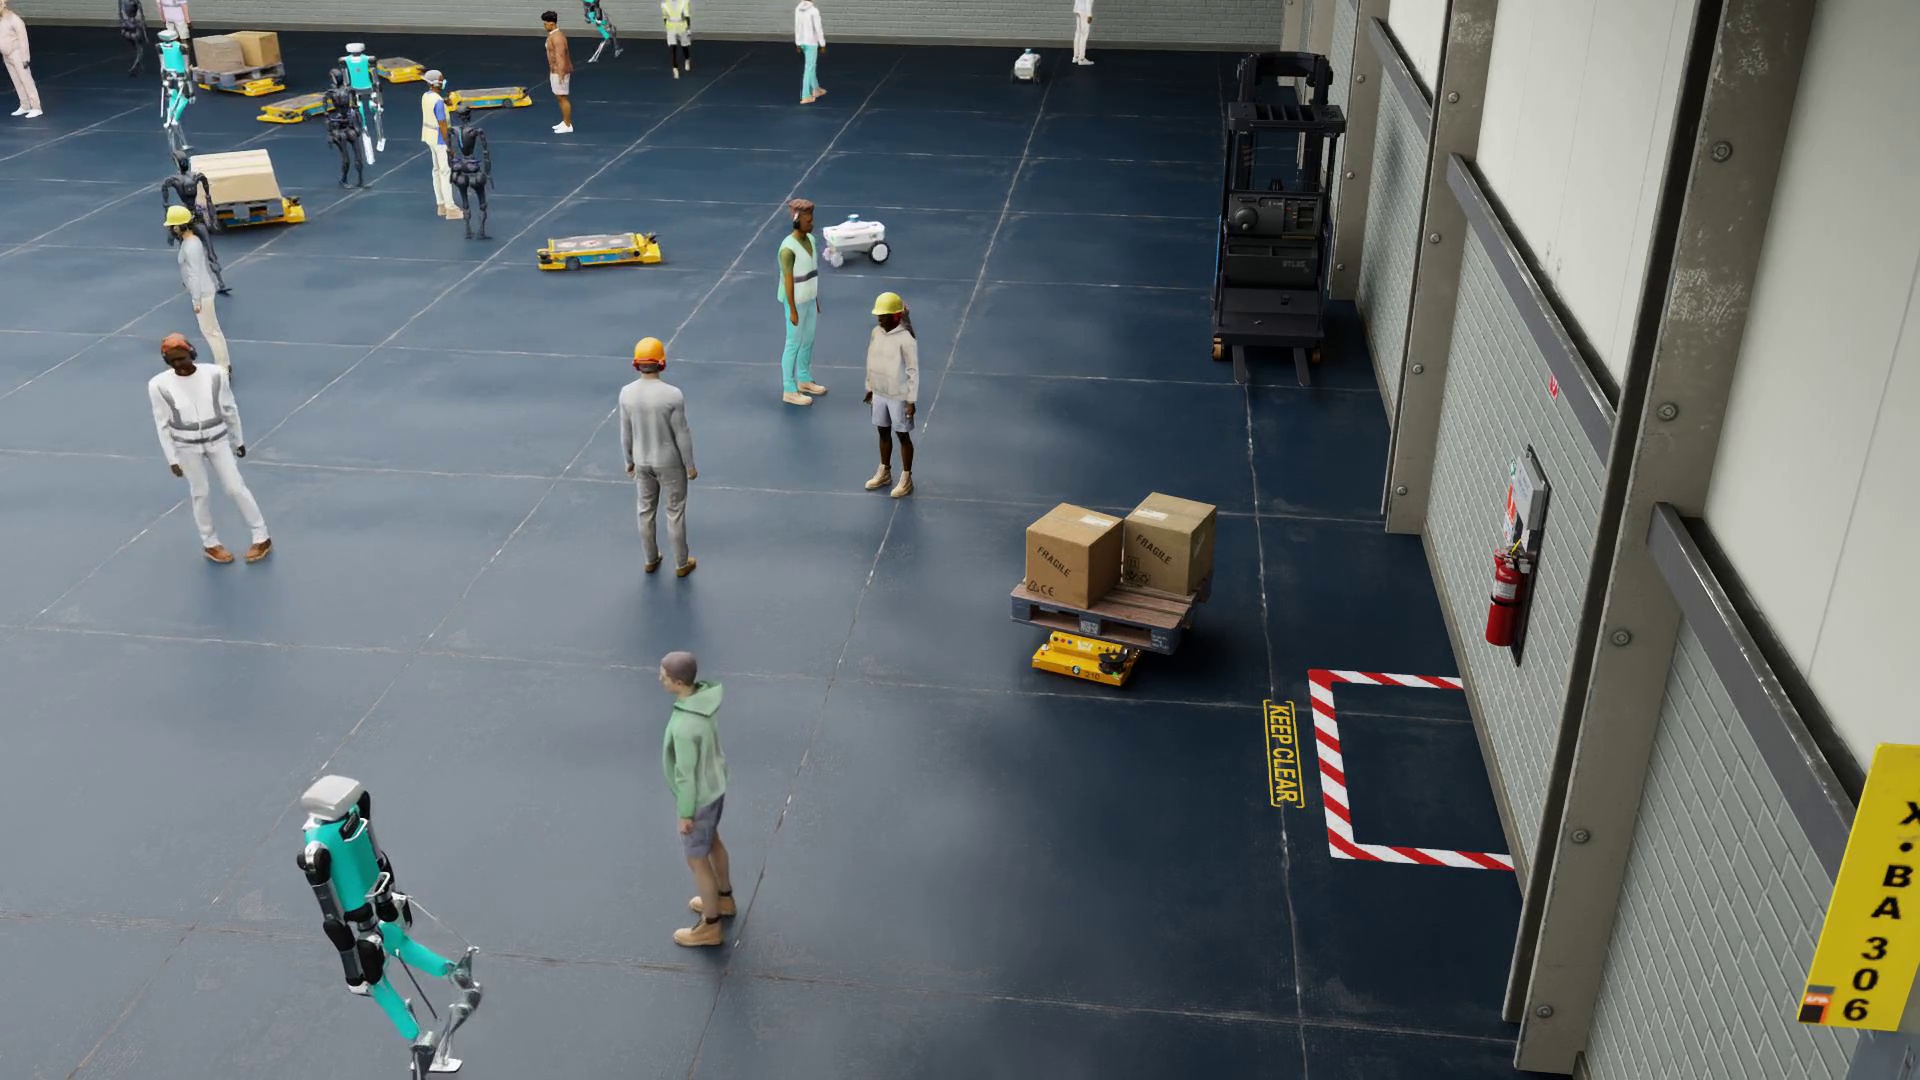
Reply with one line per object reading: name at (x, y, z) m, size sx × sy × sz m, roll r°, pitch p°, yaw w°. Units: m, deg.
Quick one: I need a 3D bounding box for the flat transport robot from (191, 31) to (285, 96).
flat transport robot at (-12.556, -7.978, 29.066) m, size 1.431 × 0.231 × 0.659 m, roll 15°, pitch 30°, yaw 27°

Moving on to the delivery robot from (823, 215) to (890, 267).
delivery robot at (-1.260, -3.627, 20.033) m, size 0.756 × 0.571 × 0.499 m, roll -11°, pitch 29°, yaw -21°

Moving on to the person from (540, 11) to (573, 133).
person at (-6.262, -7.326, 26.010) m, size 0.418 × 1.842 × 0.797 m, roll -11°, pitch 29°, yaw -20°

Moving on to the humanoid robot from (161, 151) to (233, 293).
humanoid robot at (-8.655, -3.580, 18.756) m, size 0.771 × 1.621 × 0.611 m, roll 21°, pitch 34°, yaw 36°

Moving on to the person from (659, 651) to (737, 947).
person at (-1.384, 1.352, 8.806) m, size 0.328 × 1.735 × 0.505 m, roll 2°, pitch 27°, yaw 4°

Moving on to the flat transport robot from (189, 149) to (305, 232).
flat transport robot at (-9.284, -4.216, 21.554) m, size 1.431 × 0.231 × 0.659 m, roll -12°, pitch 29°, yaw -22°

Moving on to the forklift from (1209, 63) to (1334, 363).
forklift at (3.241, -3.477, 17.183) m, size 1.129 × 2.768 × 1.873 m, roll 3°, pitch 27°, yaw 6°

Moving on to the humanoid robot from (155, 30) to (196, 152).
humanoid robot at (-11.714, -6.564, 24.726) m, size 0.537 × 1.895 × 0.707 m, roll 7°, pitch 27°, yaw 14°

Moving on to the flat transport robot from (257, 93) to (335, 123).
flat transport robot at (-10.781, -7.080, 27.272) m, size 0.659 × 0.231 × 1.431 m, roll 9°, pitch 28°, yaw 17°

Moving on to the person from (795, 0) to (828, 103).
person at (-2.449, -8.375, 28.048) m, size 0.508 × 1.892 × 0.815 m, roll 22°, pitch 34°, yaw 37°

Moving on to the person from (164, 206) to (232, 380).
person at (-7.463, -2.407, 16.283) m, size 0.335 × 1.756 × 0.516 m, roll -11°, pitch 28°, yaw -20°

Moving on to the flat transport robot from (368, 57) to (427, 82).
flat transport robot at (-10.211, -8.532, 30.172) m, size 0.659 × 0.231 × 1.431 m, roll -18°, pitch 32°, yaw -32°

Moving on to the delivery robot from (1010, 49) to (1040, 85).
delivery robot at (1.207, -8.437, 29.673) m, size 0.499 × 0.605 × 0.799 m, roll 6°, pitch 27°, yaw 12°

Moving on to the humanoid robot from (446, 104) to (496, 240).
humanoid robot at (-6.122, -4.577, 20.703) m, size 0.601 × 1.656 × 0.334 m, roll 5°, pitch 27°, yaw 9°

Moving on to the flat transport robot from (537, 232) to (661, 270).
flat transport robot at (-4.370, -3.489, 20.103) m, size 1.431 × 0.231 × 0.659 m, roll -6°, pitch 27°, yaw -13°

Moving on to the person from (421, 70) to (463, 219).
person at (-6.735, -5.118, 21.547) m, size 0.407 × 1.893 × 0.531 m, roll -18°, pitch 32°, yaw -32°

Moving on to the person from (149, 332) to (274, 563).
person at (-5.773, -0.705, 12.764) m, size 0.627 × 1.866 × 0.433 m, roll -13°, pitch 29°, yaw -24°

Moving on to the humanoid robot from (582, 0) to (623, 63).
humanoid robot at (-6.680, -9.902, 31.308) m, size 0.996 × 1.774 × 0.530 m, roll -21°, pitch 34°, yaw -36°

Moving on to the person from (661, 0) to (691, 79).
person at (-5.084, -9.205, 29.940) m, size 0.521 × 1.672 × 0.718 m, roll -3°, pitch 27°, yaw -5°

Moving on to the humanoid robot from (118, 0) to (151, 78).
humanoid robot at (-14.934, -9.184, 29.921) m, size 0.608 × 1.639 × 0.610 m, roll 9°, pitch 28°, yaw 18°

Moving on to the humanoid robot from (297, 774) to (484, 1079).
humanoid robot at (-2.547, 1.936, 7.746) m, size 0.746 × 1.888 × 0.538 m, roll 3°, pitch 27°, yaw 5°

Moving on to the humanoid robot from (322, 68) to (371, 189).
humanoid robot at (-8.468, -5.658, 22.874) m, size 0.386 × 1.646 × 0.612 m, roll 19°, pitch 32°, yaw 32°

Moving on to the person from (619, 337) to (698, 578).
person at (-2.274, -0.614, 12.563) m, size 0.569 × 1.889 × 0.388 m, roll 6°, pitch 27°, yaw 12°

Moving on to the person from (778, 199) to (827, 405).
person at (-1.523, -2.267, 15.776) m, size 0.387 × 1.971 × 0.479 m, roll 12°, pitch 29°, yaw 23°

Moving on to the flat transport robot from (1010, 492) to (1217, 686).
flat transport robot at (1.082, 0.580, 11.981) m, size 0.659 × 0.231 × 1.431 m, roll 11°, pitch 29°, yaw 21°

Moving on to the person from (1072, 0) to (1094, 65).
person at (2.292, -9.805, 30.936) m, size 0.399 × 1.869 × 0.506 m, roll -8°, pitch 28°, yaw -16°

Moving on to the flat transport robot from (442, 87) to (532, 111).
flat transport robot at (-7.952, -7.393, 27.897) m, size 1.431 × 0.231 × 0.659 m, roll -8°, pitch 28°, yaw -16°

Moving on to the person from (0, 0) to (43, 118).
person at (-15.313, -7.815, 26.913) m, size 0.651 × 1.905 × 0.405 m, roll 16°, pitch 31°, yaw 28°

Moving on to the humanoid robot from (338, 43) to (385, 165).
humanoid robot at (-8.716, -6.460, 24.488) m, size 0.531 × 1.784 × 1.059 m, roll -4°, pitch 27°, yaw -8°

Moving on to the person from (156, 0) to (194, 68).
person at (-14.081, -9.389, 29.905) m, size 0.613 × 2.040 × 0.390 m, roll 9°, pitch 28°, yaw 17°

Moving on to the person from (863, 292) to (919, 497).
person at (-0.555, -1.234, 13.932) m, size 0.541 × 1.763 × 0.401 m, roll 19°, pitch 32°, yaw 33°
